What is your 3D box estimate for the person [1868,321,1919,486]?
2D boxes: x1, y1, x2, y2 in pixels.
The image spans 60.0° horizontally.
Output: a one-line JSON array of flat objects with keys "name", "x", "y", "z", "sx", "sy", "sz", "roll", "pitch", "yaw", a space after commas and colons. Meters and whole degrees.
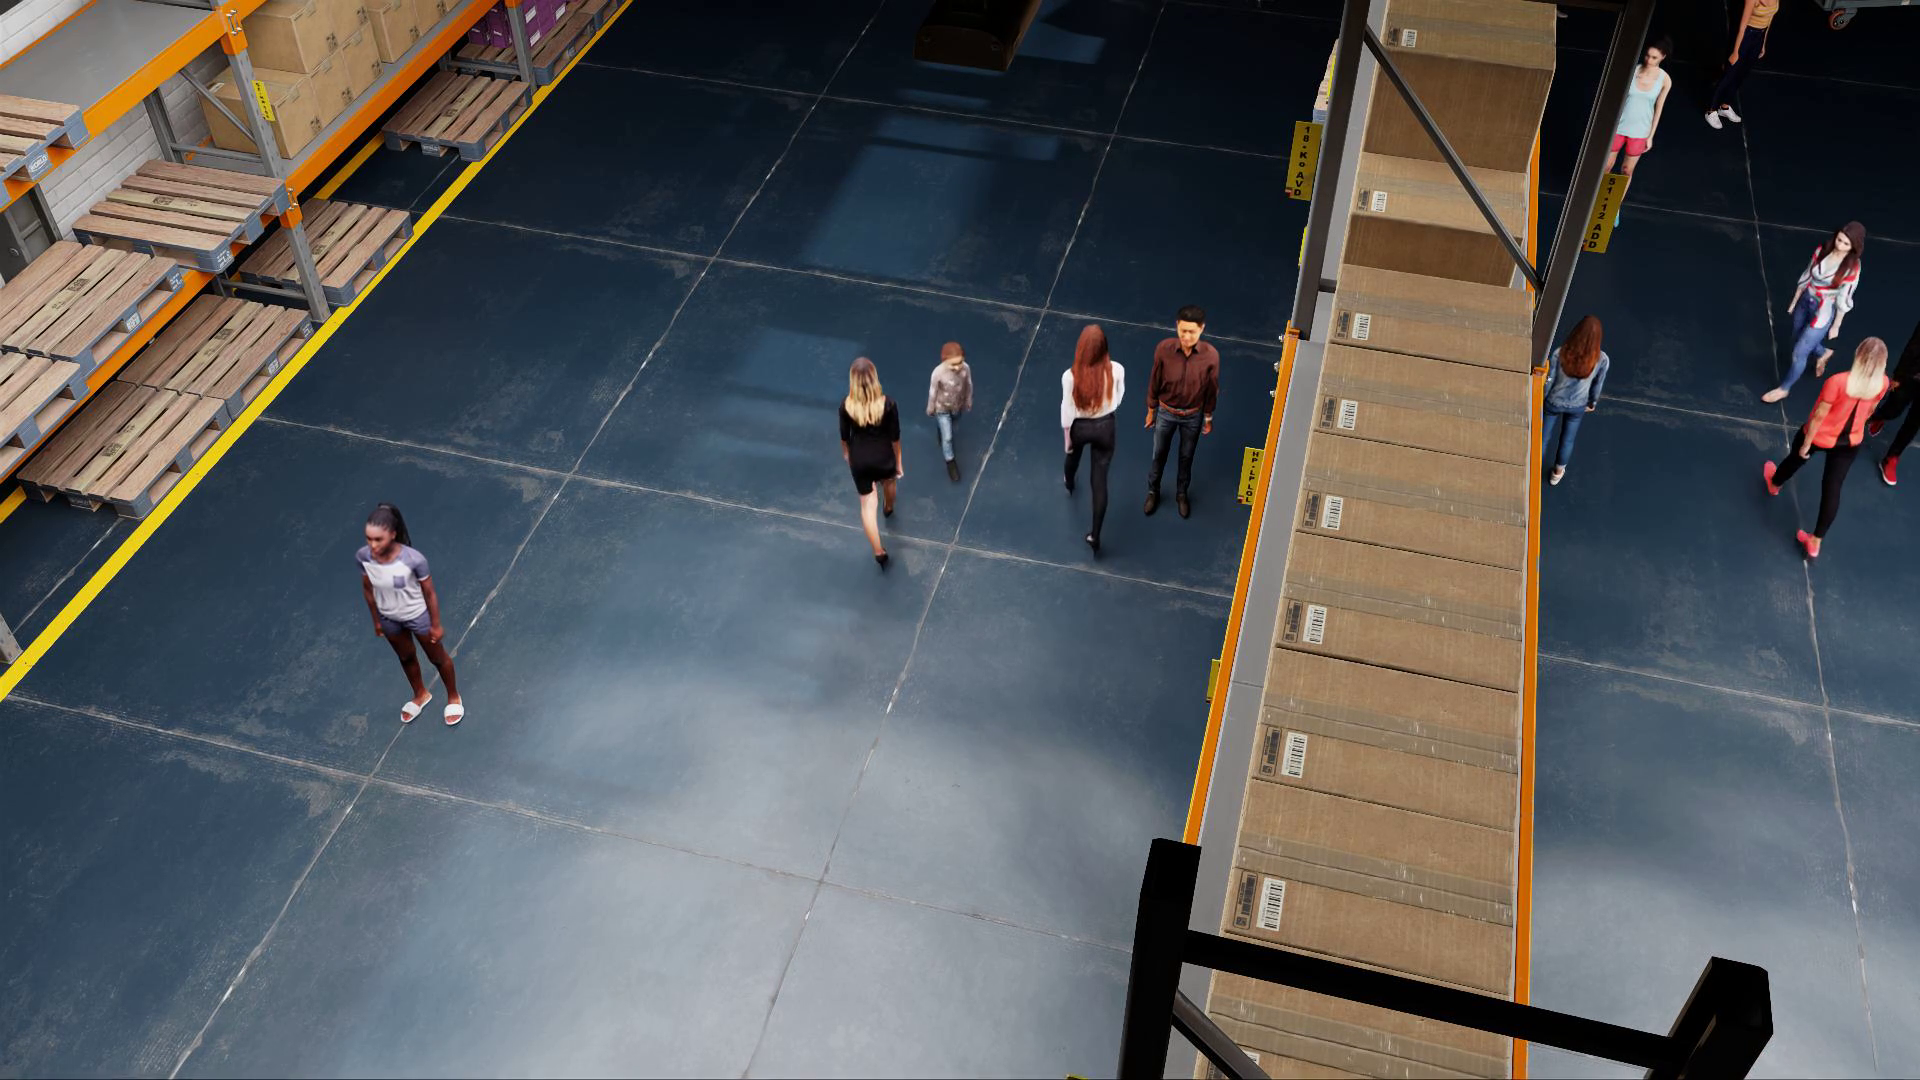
[{"name": "person", "x": 7.031, "y": -1.221, "z": 12.164, "sx": 0.589, "sy": 1.657, "sz": 0.884, "roll": 10, "pitch": 45, "yaw": 11}]

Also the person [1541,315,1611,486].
[{"name": "person", "x": 4.401, "y": -1.011, "z": 12.074, "sx": 0.576, "sy": 1.477, "sz": 0.506, "roll": 8, "pitch": 44, "yaw": 9}]

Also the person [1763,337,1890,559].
[{"name": "person", "x": 6.078, "y": -0.625, "z": 11.548, "sx": 0.793, "sy": 1.643, "sz": 1.200, "roll": 1, "pitch": 44, "yaw": 1}]

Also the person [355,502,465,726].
[{"name": "person", "x": -3.424, "y": 0.474, "z": 10.338, "sx": 0.642, "sy": 1.722, "sz": 0.616, "roll": 4, "pitch": 44, "yaw": 4}]

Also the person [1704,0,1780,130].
[{"name": "person", "x": 7.526, "y": -4.752, "z": 15.892, "sx": 0.650, "sy": 1.628, "sz": 0.699, "roll": -19, "pitch": 47, "yaw": -19}]

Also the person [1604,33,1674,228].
[{"name": "person", "x": 5.859, "y": -3.581, "z": 14.558, "sx": 0.636, "sy": 1.773, "sz": 0.622, "roll": 19, "pitch": 47, "yaw": 19}]

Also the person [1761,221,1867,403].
[{"name": "person", "x": 6.658, "y": -1.779, "z": 12.795, "sx": 0.984, "sy": 1.593, "sz": 0.961, "roll": -18, "pitch": 46, "yaw": -18}]

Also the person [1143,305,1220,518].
[{"name": "person", "x": 1.552, "y": -0.918, "z": 11.755, "sx": 0.666, "sy": 1.782, "sz": 0.555, "roll": 6, "pitch": 44, "yaw": 6}]

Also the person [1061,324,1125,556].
[{"name": "person", "x": 0.921, "y": -0.662, "z": 11.541, "sx": 0.873, "sy": 1.706, "sz": 1.204, "roll": -3, "pitch": 44, "yaw": -3}]

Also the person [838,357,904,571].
[{"name": "person", "x": -0.604, "y": -0.463, "z": 11.377, "sx": 0.764, "sy": 1.644, "sz": 1.009, "roll": -1, "pitch": 44, "yaw": -1}]

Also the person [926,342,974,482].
[{"name": "person", "x": -0.096, "y": -1.040, "z": 12.322, "sx": 0.758, "sy": 1.176, "sz": 0.872, "roll": -14, "pitch": 45, "yaw": -14}]
